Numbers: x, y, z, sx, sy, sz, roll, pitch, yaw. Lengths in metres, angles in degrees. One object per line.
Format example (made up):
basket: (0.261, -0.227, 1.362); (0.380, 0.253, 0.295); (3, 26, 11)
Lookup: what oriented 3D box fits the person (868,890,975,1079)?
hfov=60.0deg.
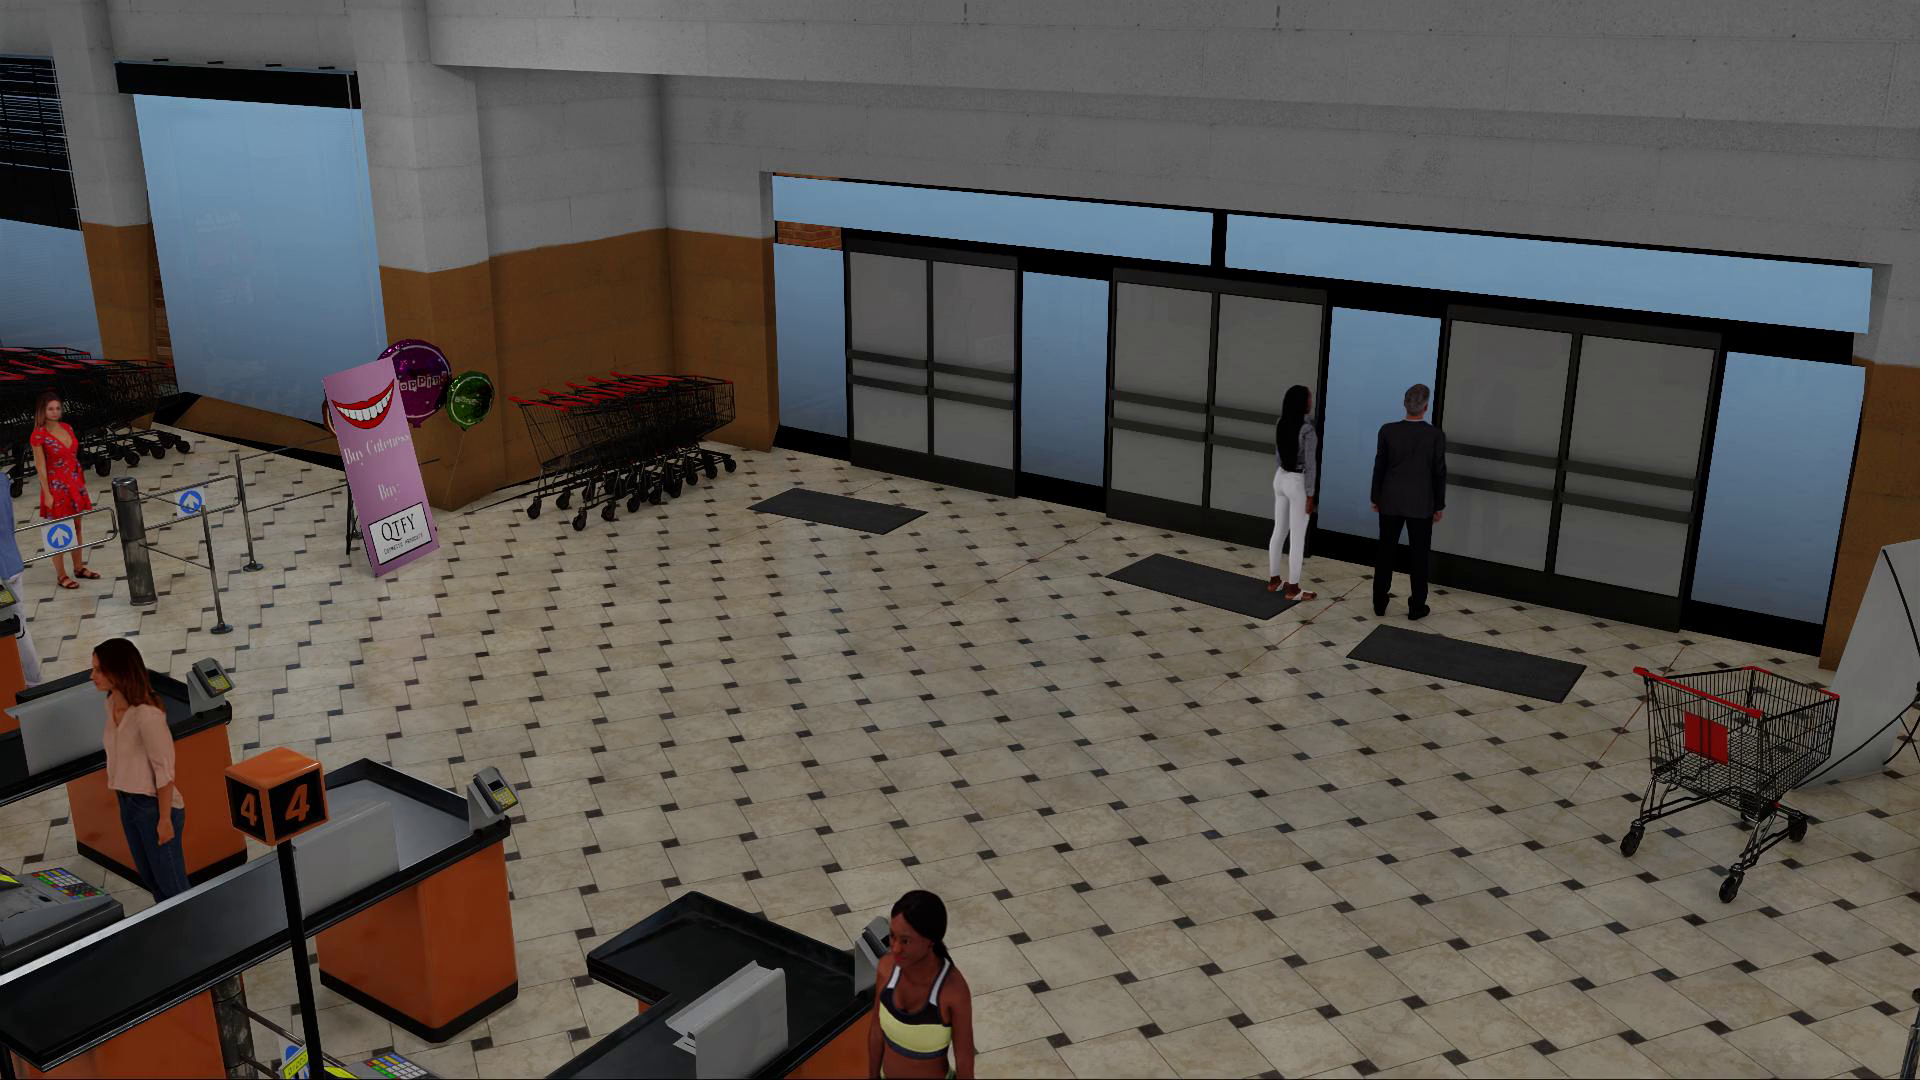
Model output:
person: (-0.131, 2.020, 5.960); (0.568, 1.754, 0.513); (11, 22, 29)

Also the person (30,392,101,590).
person: (-7.265, -0.418, 13.444); (0.689, 1.593, 0.569); (6, 19, 17)

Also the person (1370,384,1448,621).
person: (3.417, -0.299, 12.701); (0.774, 1.841, 0.673); (8, 20, 21)

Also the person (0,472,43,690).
person: (-6.507, 0.184, 11.203); (0.804, 1.884, 0.704); (0, 19, 1)

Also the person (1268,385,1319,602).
person: (2.635, -0.385, 13.141); (0.676, 1.724, 0.668); (-8, 20, -23)

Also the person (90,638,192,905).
person: (-3.905, 1.302, 8.034); (0.605, 1.790, 0.532); (15, 23, 37)
